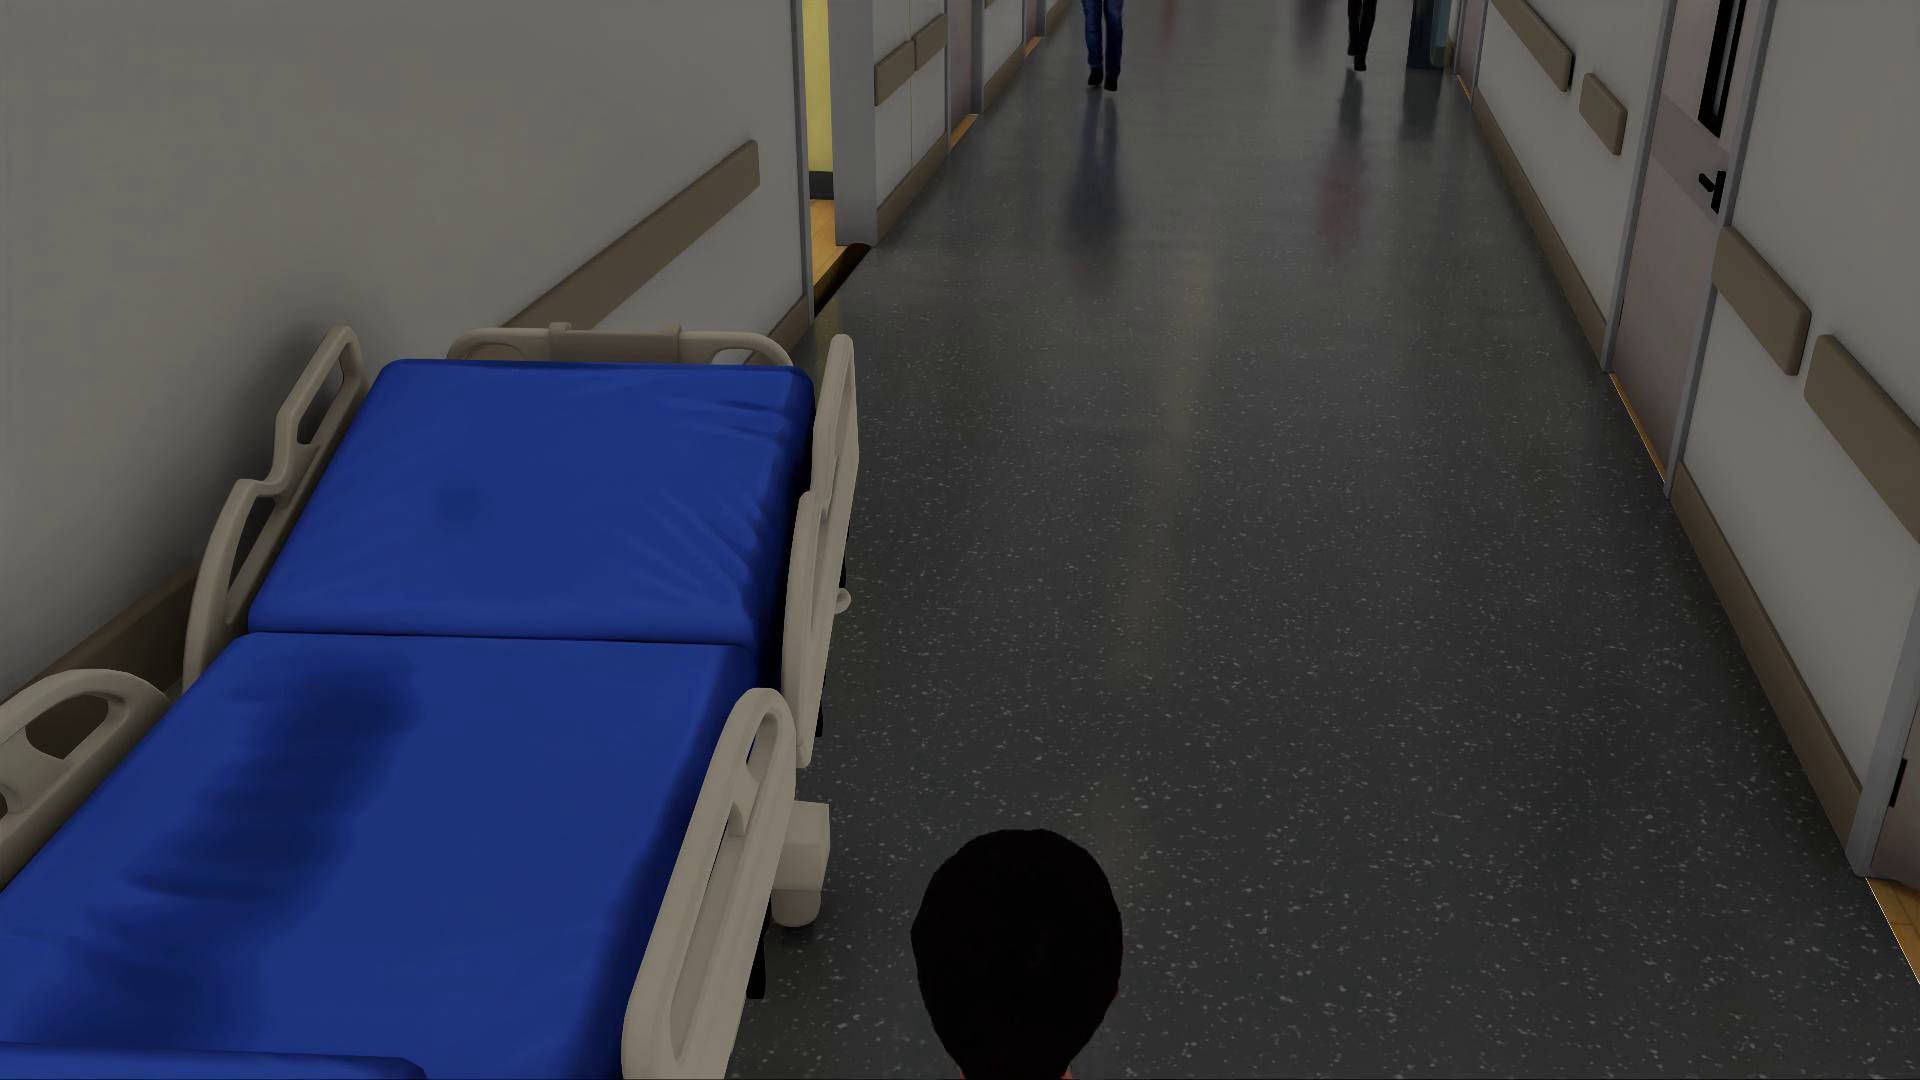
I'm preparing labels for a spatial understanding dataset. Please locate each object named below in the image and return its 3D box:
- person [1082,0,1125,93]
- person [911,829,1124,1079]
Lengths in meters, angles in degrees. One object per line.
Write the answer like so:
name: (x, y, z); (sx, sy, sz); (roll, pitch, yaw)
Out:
person: (1.069, -4.306, 12.348); (0.849, 1.861, 0.746); (6, 26, 13)
person: (0.056, 1.010, 1.696); (0.671, 1.538, 0.657); (2, 26, 4)
